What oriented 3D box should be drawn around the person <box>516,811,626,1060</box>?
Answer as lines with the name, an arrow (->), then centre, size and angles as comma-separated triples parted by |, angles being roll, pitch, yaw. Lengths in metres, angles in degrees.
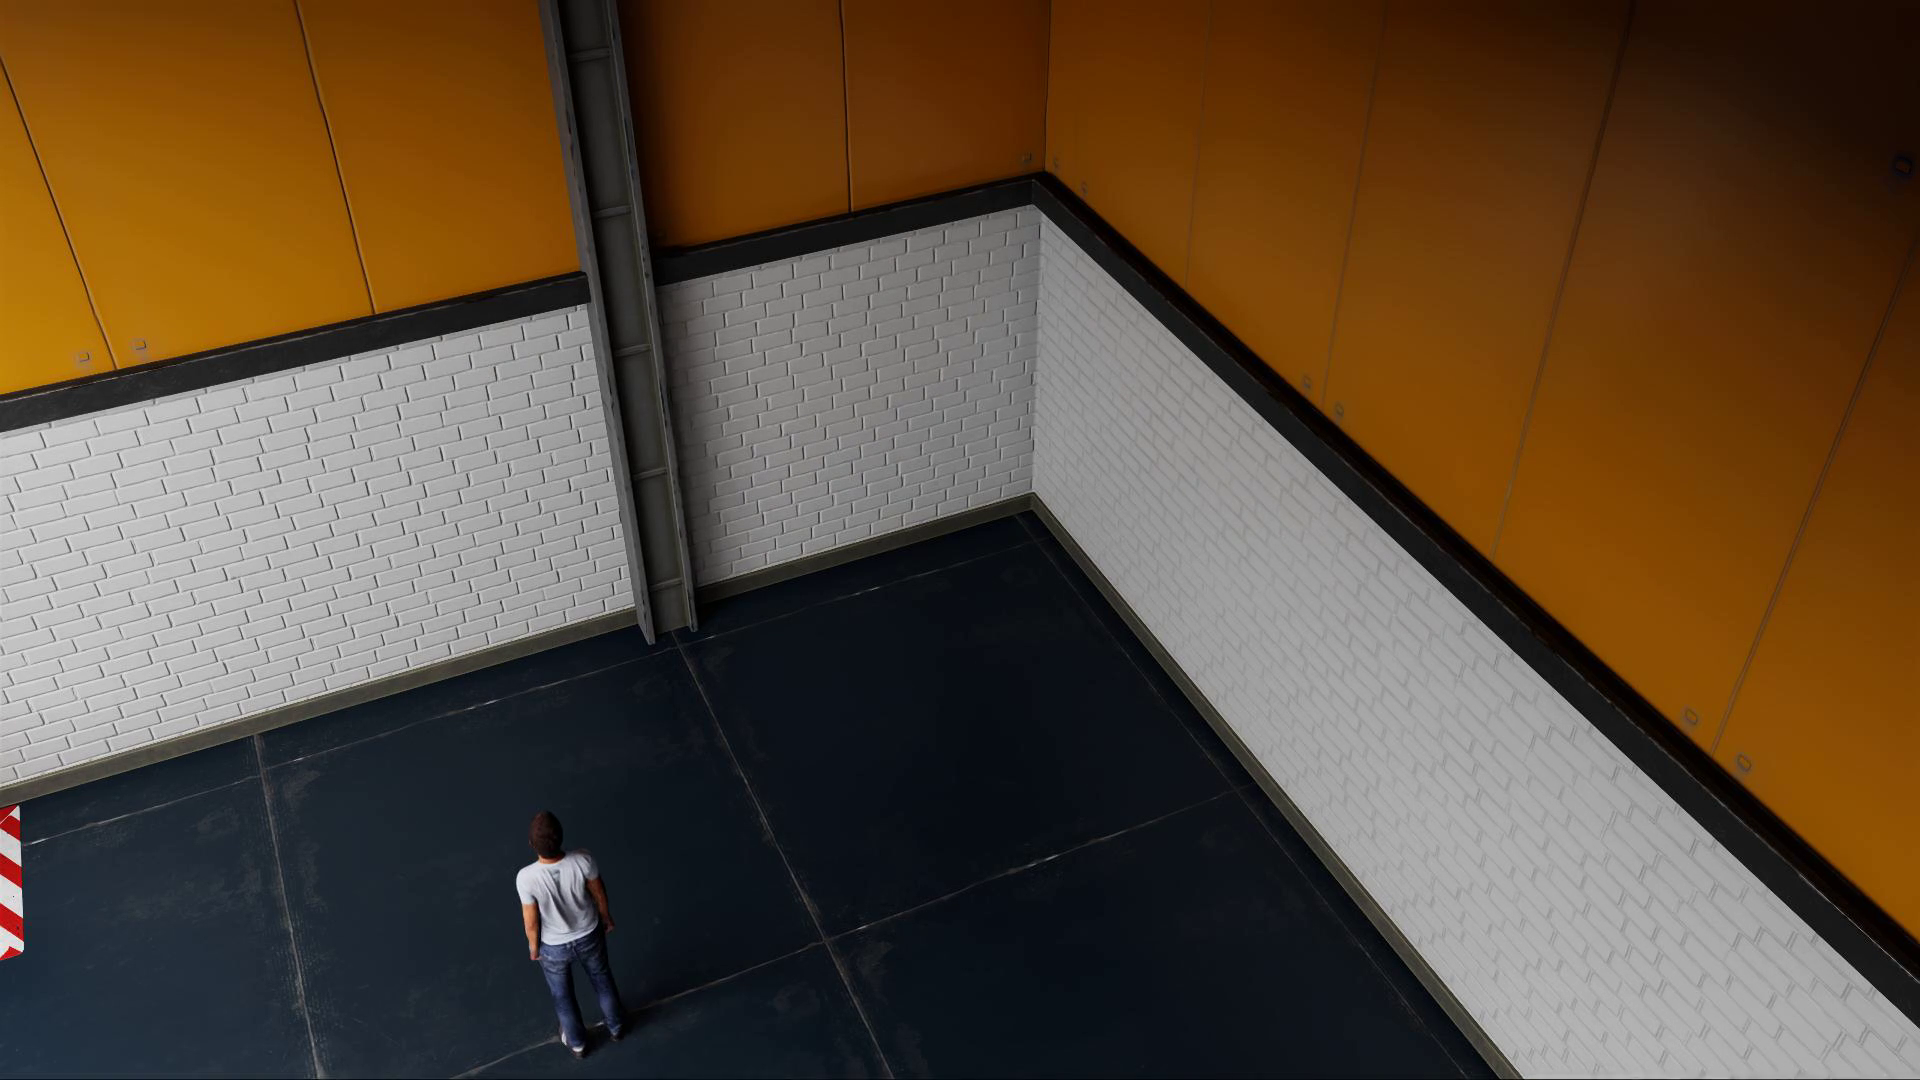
person -> -2.164, 2.192, 9.226 | 0.475, 1.866, 0.704 | -19, 42, -22
